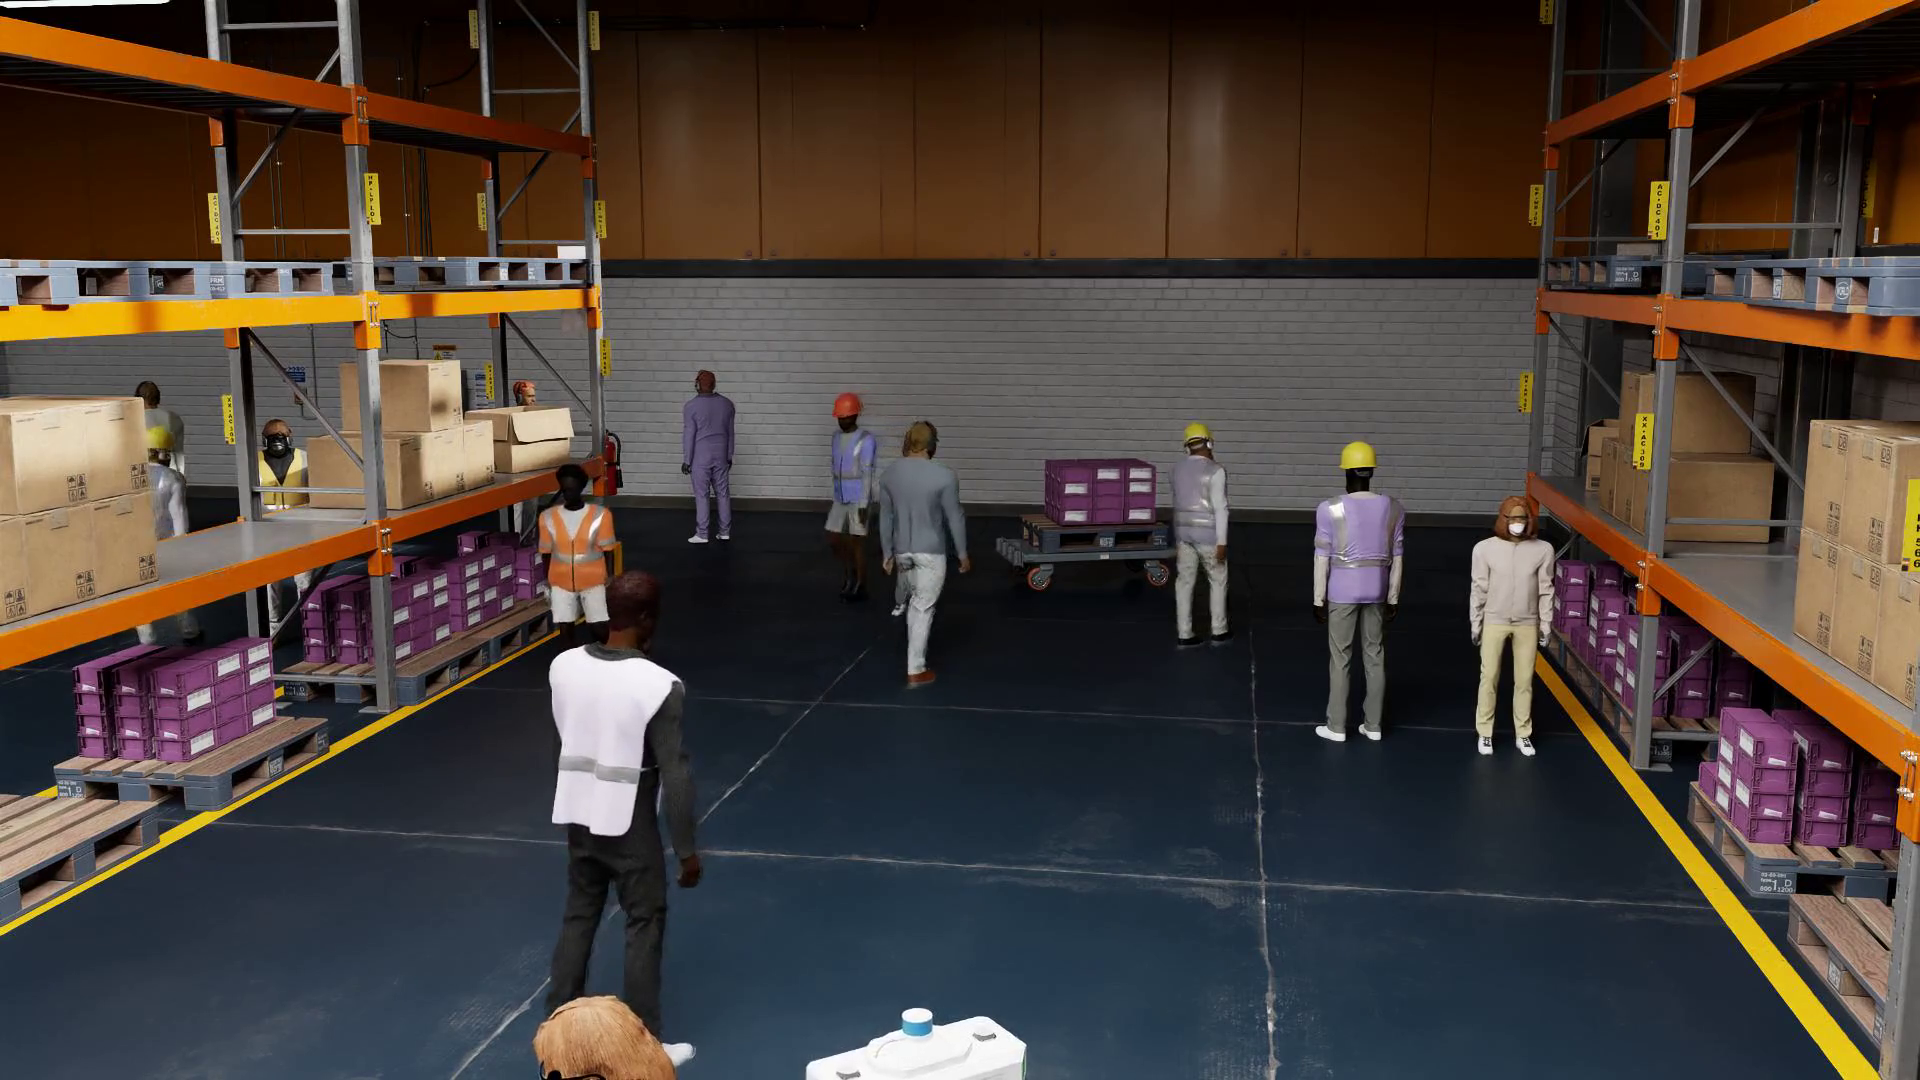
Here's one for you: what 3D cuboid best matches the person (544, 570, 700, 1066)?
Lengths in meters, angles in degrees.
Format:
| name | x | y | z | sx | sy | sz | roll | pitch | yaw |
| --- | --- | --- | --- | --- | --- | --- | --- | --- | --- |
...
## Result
| name | x | y | z | sx | sy | sz | roll | pitch | yaw |
| --- | --- | --- | --- | --- | --- | --- | --- | --- | --- |
| person | -1.272 | 1.062 | 6.129 | 0.674 | 1.901 | 0.470 | 5 | 10 | 28 |

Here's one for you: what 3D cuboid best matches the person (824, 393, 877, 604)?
| name | x | y | z | sx | sy | sz | roll | pitch | yaw |
| --- | --- | --- | --- | --- | --- | --- | --- | --- | --- |
| person | -0.993 | -0.368 | 14.931 | 0.541 | 1.911 | 0.400 | 8 | 12 | 39 |

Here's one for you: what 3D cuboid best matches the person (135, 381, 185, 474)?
| name | x | y | z | sx | sy | sz | roll | pitch | yaw |
| --- | --- | --- | --- | --- | --- | --- | --- | --- | --- |
| person | -7.747 | -0.560 | 16.013 | 0.355 | 1.938 | 0.636 | 4 | 10 | 25 |

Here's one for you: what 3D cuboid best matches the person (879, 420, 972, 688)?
| name | x | y | z | sx | sy | sz | roll | pitch | yaw |
| --- | --- | --- | --- | --- | --- | --- | --- | --- | --- |
| person | -0.236 | 0.090 | 12.091 | 0.644 | 1.916 | 0.701 | 7 | 11 | 35 |

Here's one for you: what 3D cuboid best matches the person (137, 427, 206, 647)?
| name | x | y | z | sx | sy | sz | roll | pitch | yaw |
| --- | --- | --- | --- | --- | --- | --- | --- | --- | --- |
| person | -6.182 | 0.013 | 12.922 | 0.581 | 1.784 | 0.849 | 0 | 9 | 2 |

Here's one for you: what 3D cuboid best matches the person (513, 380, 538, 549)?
| name | x | y | z | sx | sy | sz | roll | pitch | yaw |
| --- | --- | --- | --- | --- | --- | --- | --- | --- | --- |
| person | -4.452 | -0.688 | 16.995 | 0.351 | 1.880 | 0.576 | 4 | 10 | 22 |

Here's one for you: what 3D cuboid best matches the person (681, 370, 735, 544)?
| name | x | y | z | sx | sy | sz | roll | pitch | yaw |
| --- | --- | --- | --- | --- | --- | --- | --- | --- | --- |
| person | -2.779 | -0.910 | 18.268 | 0.639 | 1.910 | 0.406 | -8 | 12 | -39 |

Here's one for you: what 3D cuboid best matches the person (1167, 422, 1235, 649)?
| name | x | y | z | sx | sy | sz | roll | pitch | yaw |
| --- | --- | --- | --- | --- | --- | --- | --- | --- | --- |
| person | 1.926 | -0.039 | 13.262 | 0.621 | 1.789 | 0.661 | 9 | 13 | 44 |

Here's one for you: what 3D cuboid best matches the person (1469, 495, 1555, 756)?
| name | x | y | z | sx | sy | sz | roll | pitch | yaw |
| --- | --- | --- | --- | --- | --- | --- | --- | --- | --- |
| person | 3.395 | 0.529 | 10.266 | 0.501 | 1.625 | 0.280 | 1 | 9 | 8 |

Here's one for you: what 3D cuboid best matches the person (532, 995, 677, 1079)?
| name | x | y | z | sx | sy | sz | roll | pitch | yaw |
| --- | --- | --- | --- | --- | --- | --- | --- | --- | --- |
| person | -0.663 | 1.669 | 3.243 | 0.290 | 1.623 | 0.507 | -2 | 9 | -12 |

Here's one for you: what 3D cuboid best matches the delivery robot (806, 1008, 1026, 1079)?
| name | x | y | z | sx | sy | sz | roll | pitch | yaw |
| --- | --- | --- | --- | --- | --- | --- | --- | --- | --- |
| delivery robot | -0.142 | 1.791 | 5.483 | 0.707 | 0.478 | 0.477 | -5 | 11 | -31 |

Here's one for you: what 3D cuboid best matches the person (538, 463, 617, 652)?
| name | x | y | z | sx | sy | sz | roll | pitch | yaw |
| --- | --- | --- | --- | --- | --- | --- | --- | --- | --- |
| person | -2.639 | 0.292 | 11.547 | 0.537 | 1.687 | 0.499 | 0 | 9 | -2 |

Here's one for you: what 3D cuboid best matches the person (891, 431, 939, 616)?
| name | x | y | z | sx | sy | sz | roll | pitch | yaw |
| --- | --- | --- | --- | --- | --- | --- | --- | --- | --- |
| person | -0.383 | -0.149 | 14.416 | 0.499 | 1.634 | 0.279 | 1 | 9 | 5 |

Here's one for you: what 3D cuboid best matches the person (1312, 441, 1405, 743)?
| name | x | y | z | sx | sy | sz | roll | pitch | yaw |
| --- | --- | --- | --- | --- | --- | --- | --- | --- | --- |
| person | 2.516 | 0.333 | 10.585 | 0.588 | 1.919 | 0.402 | -2 | 9 | -10 |

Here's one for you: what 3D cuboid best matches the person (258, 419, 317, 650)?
| name | x | y | z | sx | sy | sz | roll | pitch | yaw |
| --- | --- | --- | --- | --- | --- | --- | --- | --- | --- |
| person | -5.339 | -0.040 | 13.137 | 0.620 | 1.836 | 0.429 | -4 | 10 | -22 |
